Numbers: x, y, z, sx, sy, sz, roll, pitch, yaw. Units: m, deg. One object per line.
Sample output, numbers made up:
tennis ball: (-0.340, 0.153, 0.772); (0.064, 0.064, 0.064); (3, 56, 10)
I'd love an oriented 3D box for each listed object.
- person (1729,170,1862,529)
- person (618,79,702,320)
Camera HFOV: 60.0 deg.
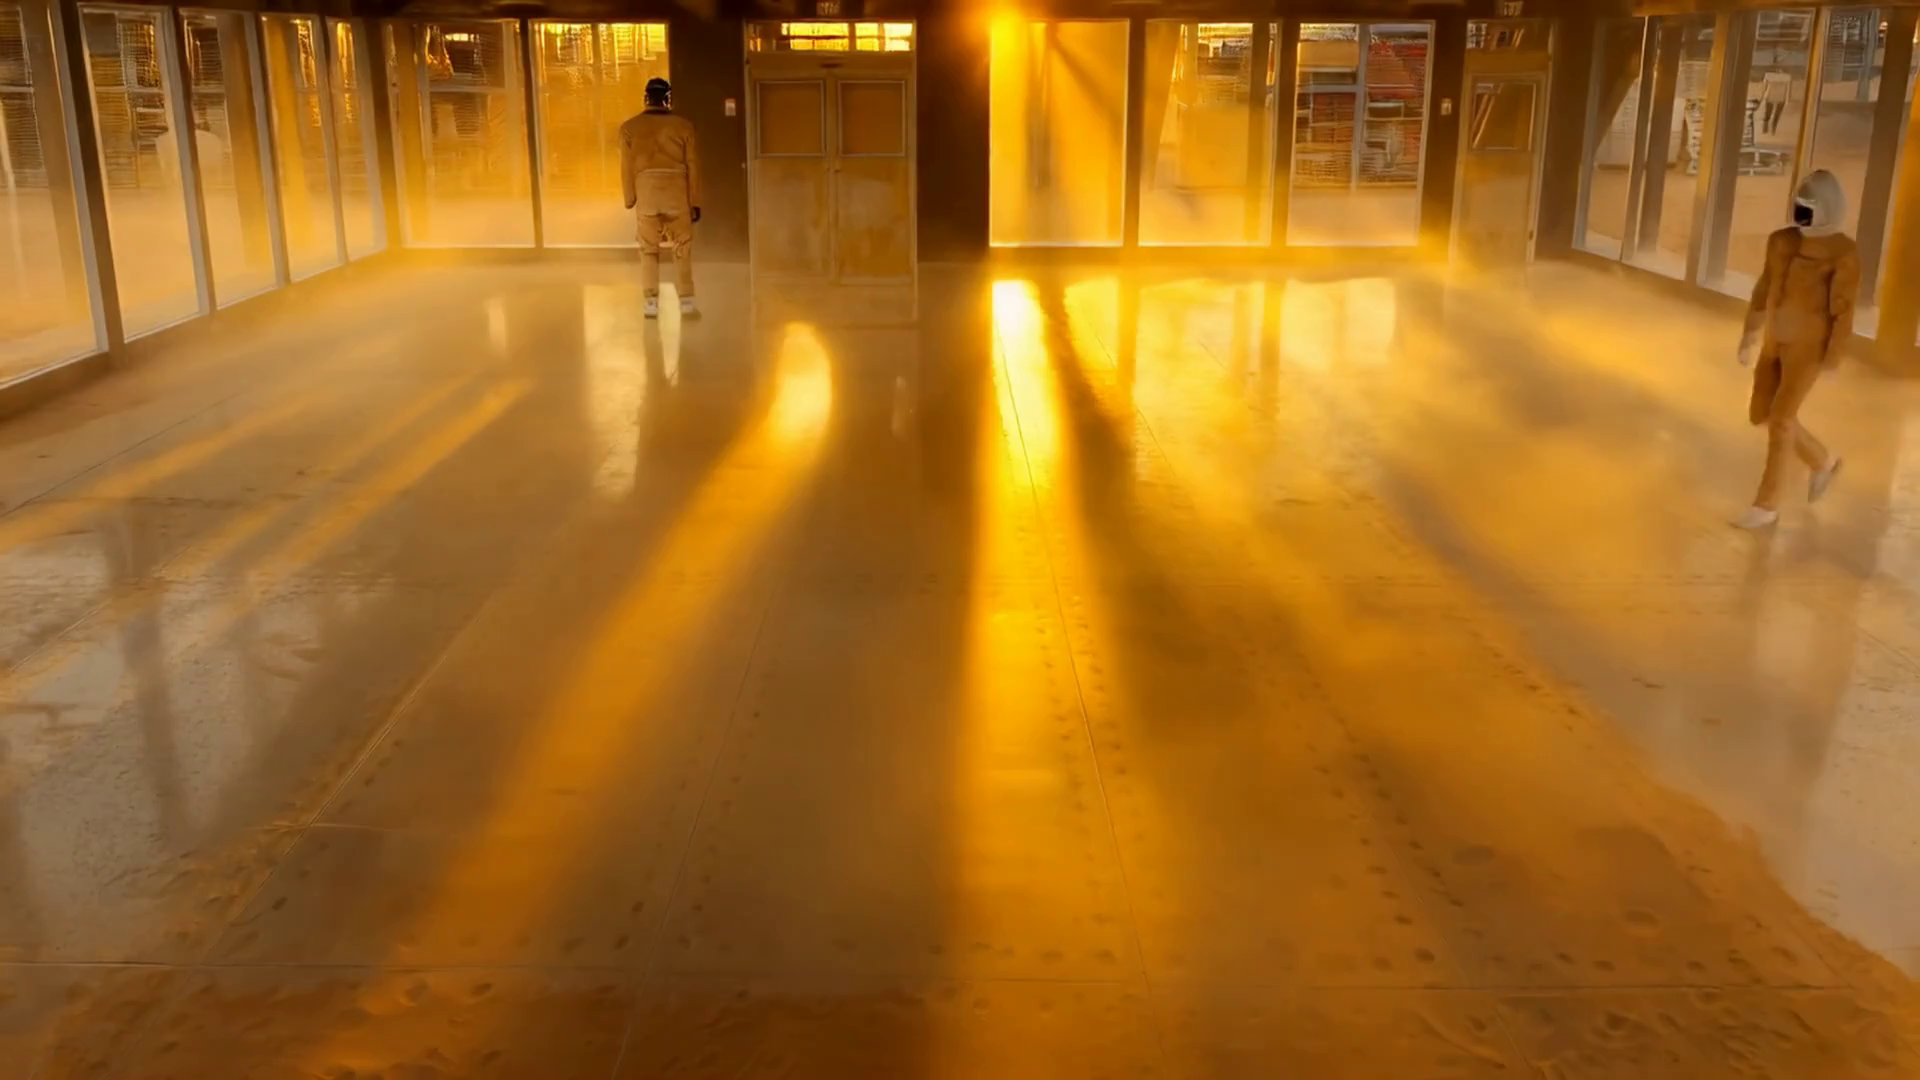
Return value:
person: (3.830, -0.864, 7.553); (0.634, 1.612, 0.511); (-5, 17, -16)
person: (-2.393, -2.727, 13.395); (0.643, 1.903, 0.399); (0, 16, 1)
